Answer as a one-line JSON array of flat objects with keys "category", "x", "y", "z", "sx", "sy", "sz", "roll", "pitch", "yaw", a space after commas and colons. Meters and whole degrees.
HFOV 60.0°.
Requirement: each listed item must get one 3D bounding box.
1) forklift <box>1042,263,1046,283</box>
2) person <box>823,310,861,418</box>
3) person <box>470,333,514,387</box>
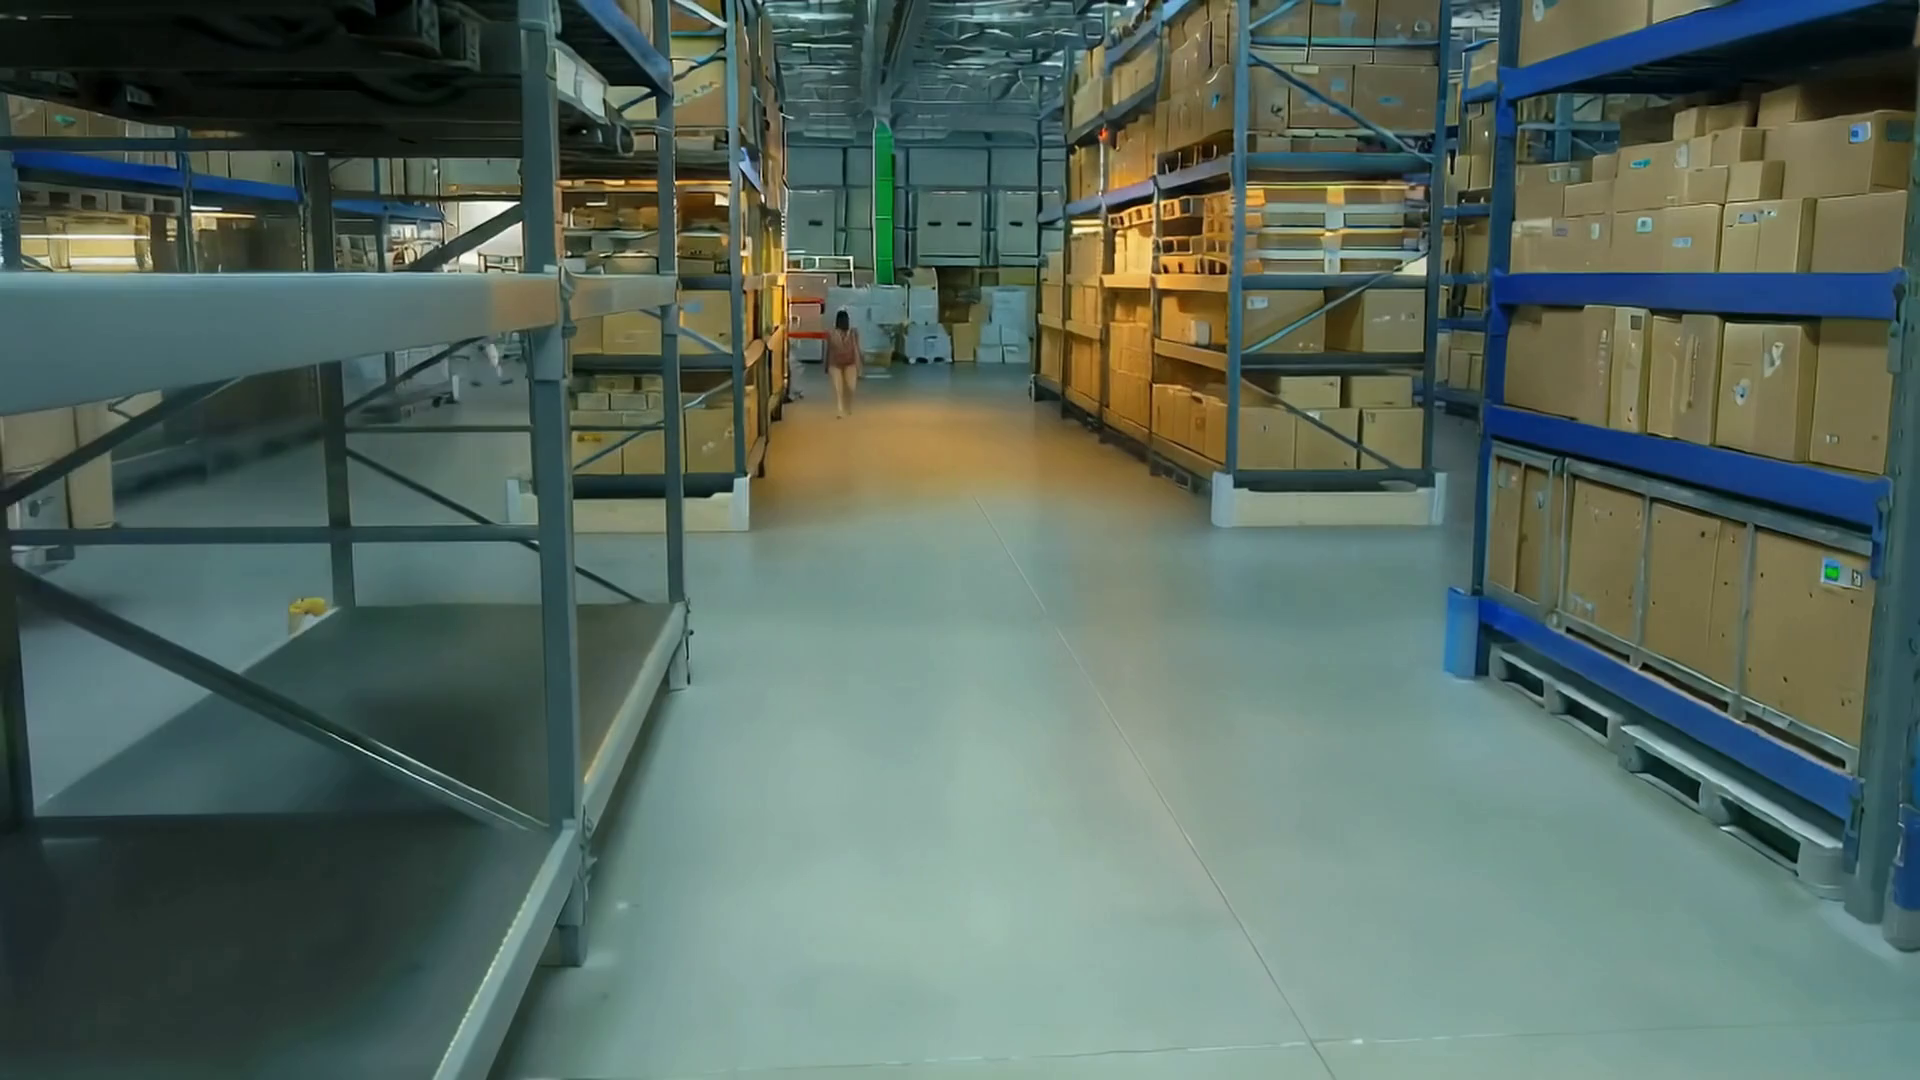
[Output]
[{"category": "forklift", "x": 3.351, "y": -8.646, "z": 60.421, "sx": 1.873, "sy": 2.768, "sz": 1.129, "roll": 6, "pitch": 11, "yaw": 35}, {"category": "person", "x": -1.977, "y": -2.949, "z": 27.937, "sx": 0.639, "sy": 1.827, "sz": 0.439, "roll": 0, "pitch": 9, "yaw": -3}, {"category": "person", "x": -10.189, "y": -4.275, "z": 35.949, "sx": 1.052, "sy": 1.946, "sz": 0.618, "roll": -7, "pitch": 11, "yaw": -36}]
